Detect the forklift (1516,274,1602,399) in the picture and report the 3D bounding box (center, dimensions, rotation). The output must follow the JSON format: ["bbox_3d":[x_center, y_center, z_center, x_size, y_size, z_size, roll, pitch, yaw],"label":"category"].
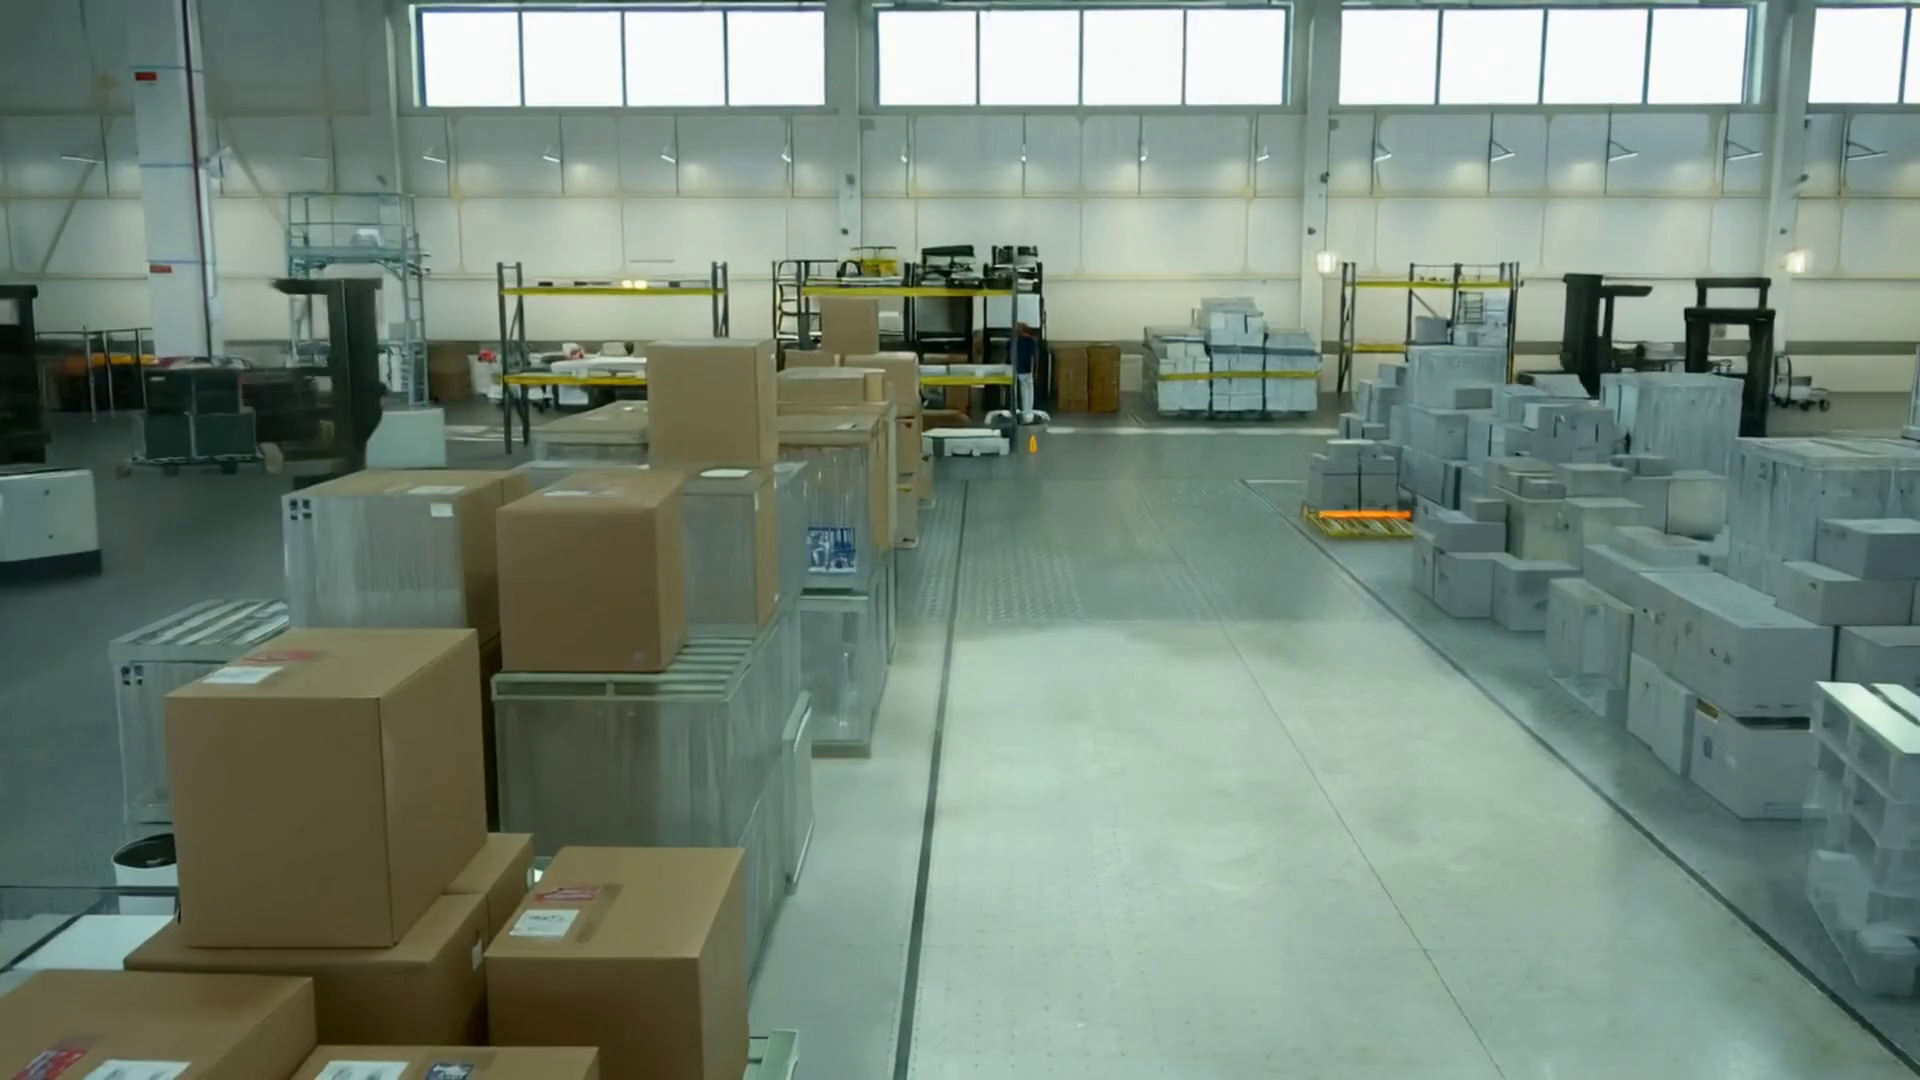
[{"bbox_3d":[10.881,-3.281,29.289,1.873,2.768,1.129,0,9,1],"label":"forklift"}]

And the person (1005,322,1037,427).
[{"bbox_3d":[1.119,-3.043,30.679,0.635,1.936,0.354,-4,10,-20],"label":"person"}]

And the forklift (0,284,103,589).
[{"bbox_3d":[-9.182,-1.025,15.774,1.873,2.768,1.129,7,12,38],"label":"forklift"}]

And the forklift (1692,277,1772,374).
[{"bbox_3d":[10.516,-2.201,22.820,1.129,2.768,1.873,5,11,26],"label":"forklift"}]

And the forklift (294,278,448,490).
[{"bbox_3d":[-7.896,-2.082,22.107,1.873,2.768,1.129,-4,10,-25],"label":"forklift"}]
